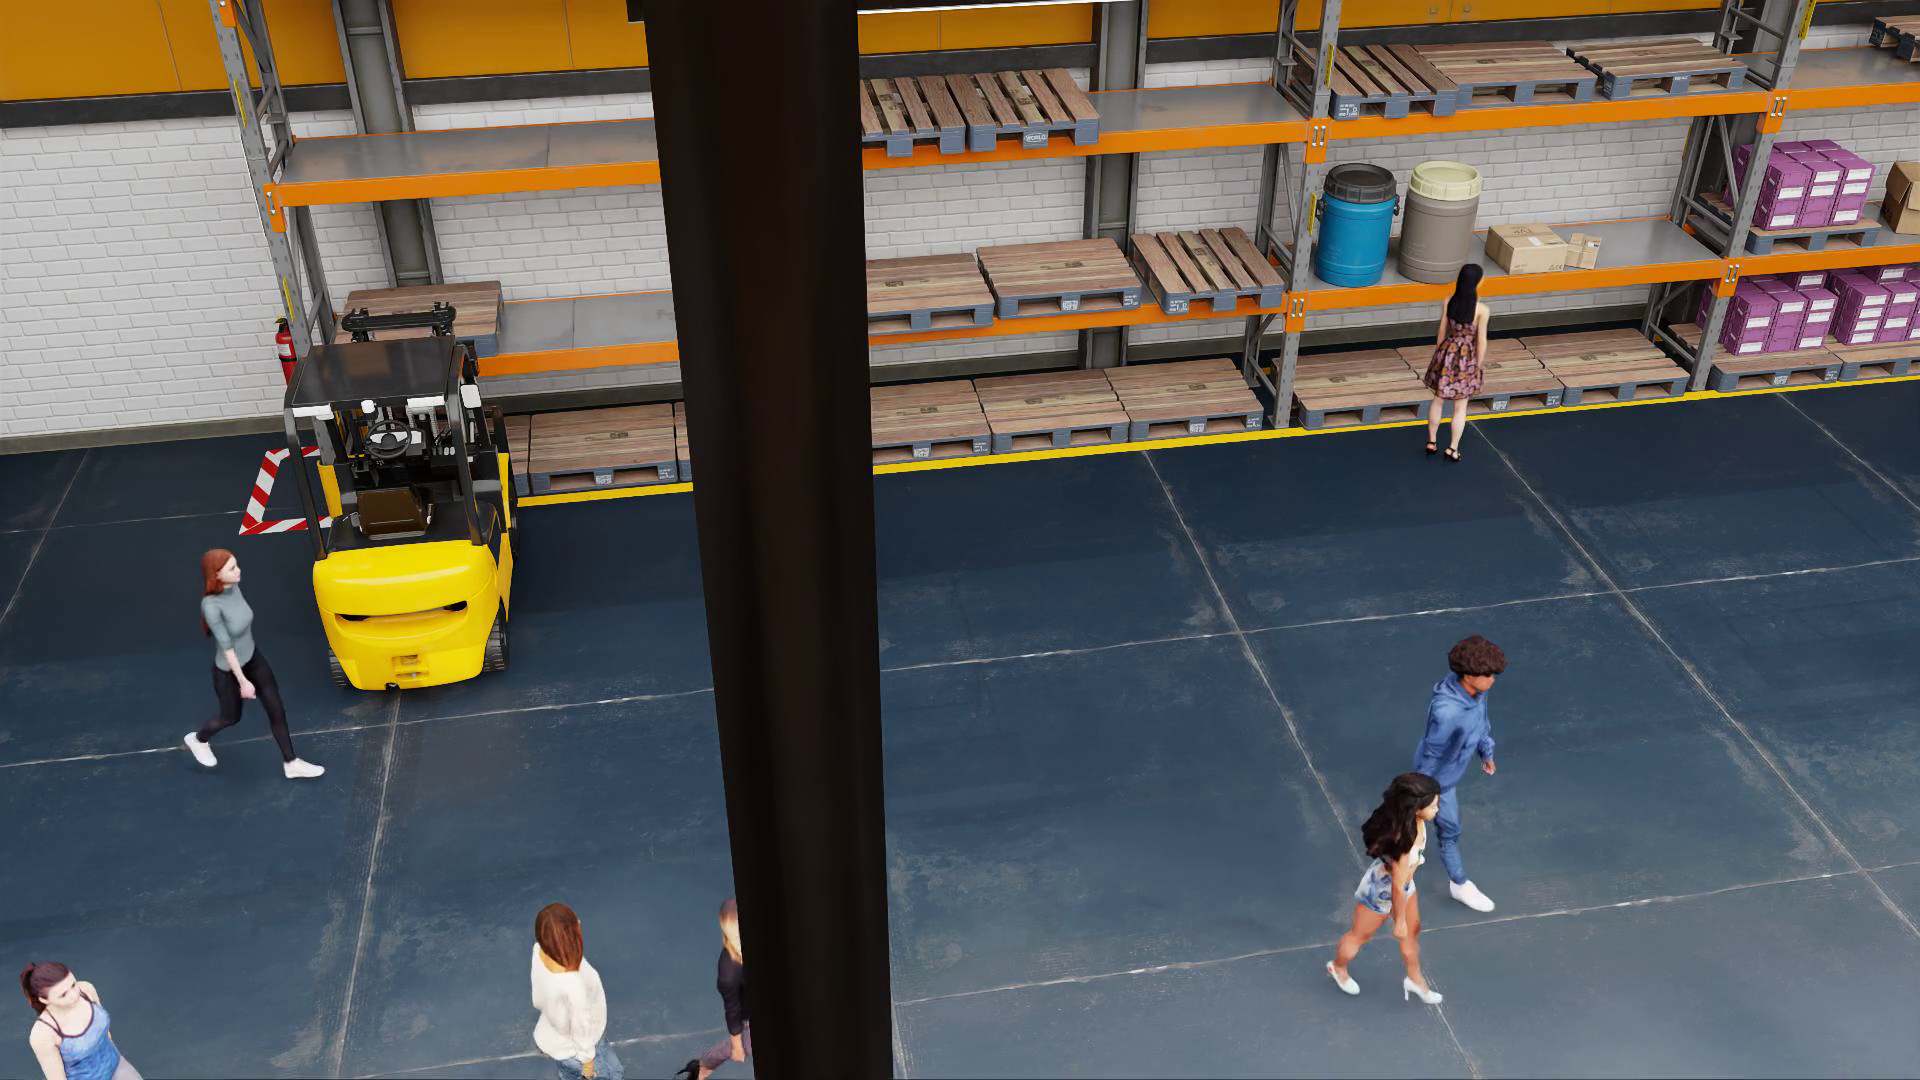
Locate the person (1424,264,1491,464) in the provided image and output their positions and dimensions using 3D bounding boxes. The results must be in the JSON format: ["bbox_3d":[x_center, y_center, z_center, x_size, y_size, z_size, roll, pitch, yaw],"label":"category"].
[{"bbox_3d":[4.132,-1.460,13.813,0.807,1.773,0.859,25,41,32],"label":"person"}]

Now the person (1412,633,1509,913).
[{"bbox_3d":[2.733,1.274,9.699,1.136,1.775,1.089,19,38,27],"label":"person"}]

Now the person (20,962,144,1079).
[{"bbox_3d":[-4.193,2.568,7.927,1.039,1.581,0.847,9,35,14],"label":"person"}]

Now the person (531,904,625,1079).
[{"bbox_3d":[-1.949,2.441,8.037,0.813,1.672,0.766,-25,41,-32],"label":"person"}]

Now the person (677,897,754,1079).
[{"bbox_3d":[-1.077,2.346,8.201,1.082,1.648,0.836,7,34,11],"label":"person"}]

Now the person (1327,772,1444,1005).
[{"bbox_3d":[2.221,1.874,8.962,0.980,1.591,0.883,17,37,23],"label":"person"}]

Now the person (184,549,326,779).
[{"bbox_3d":[-4.602,0.822,10.437,1.202,1.710,0.833,5,34,8],"label":"person"}]
